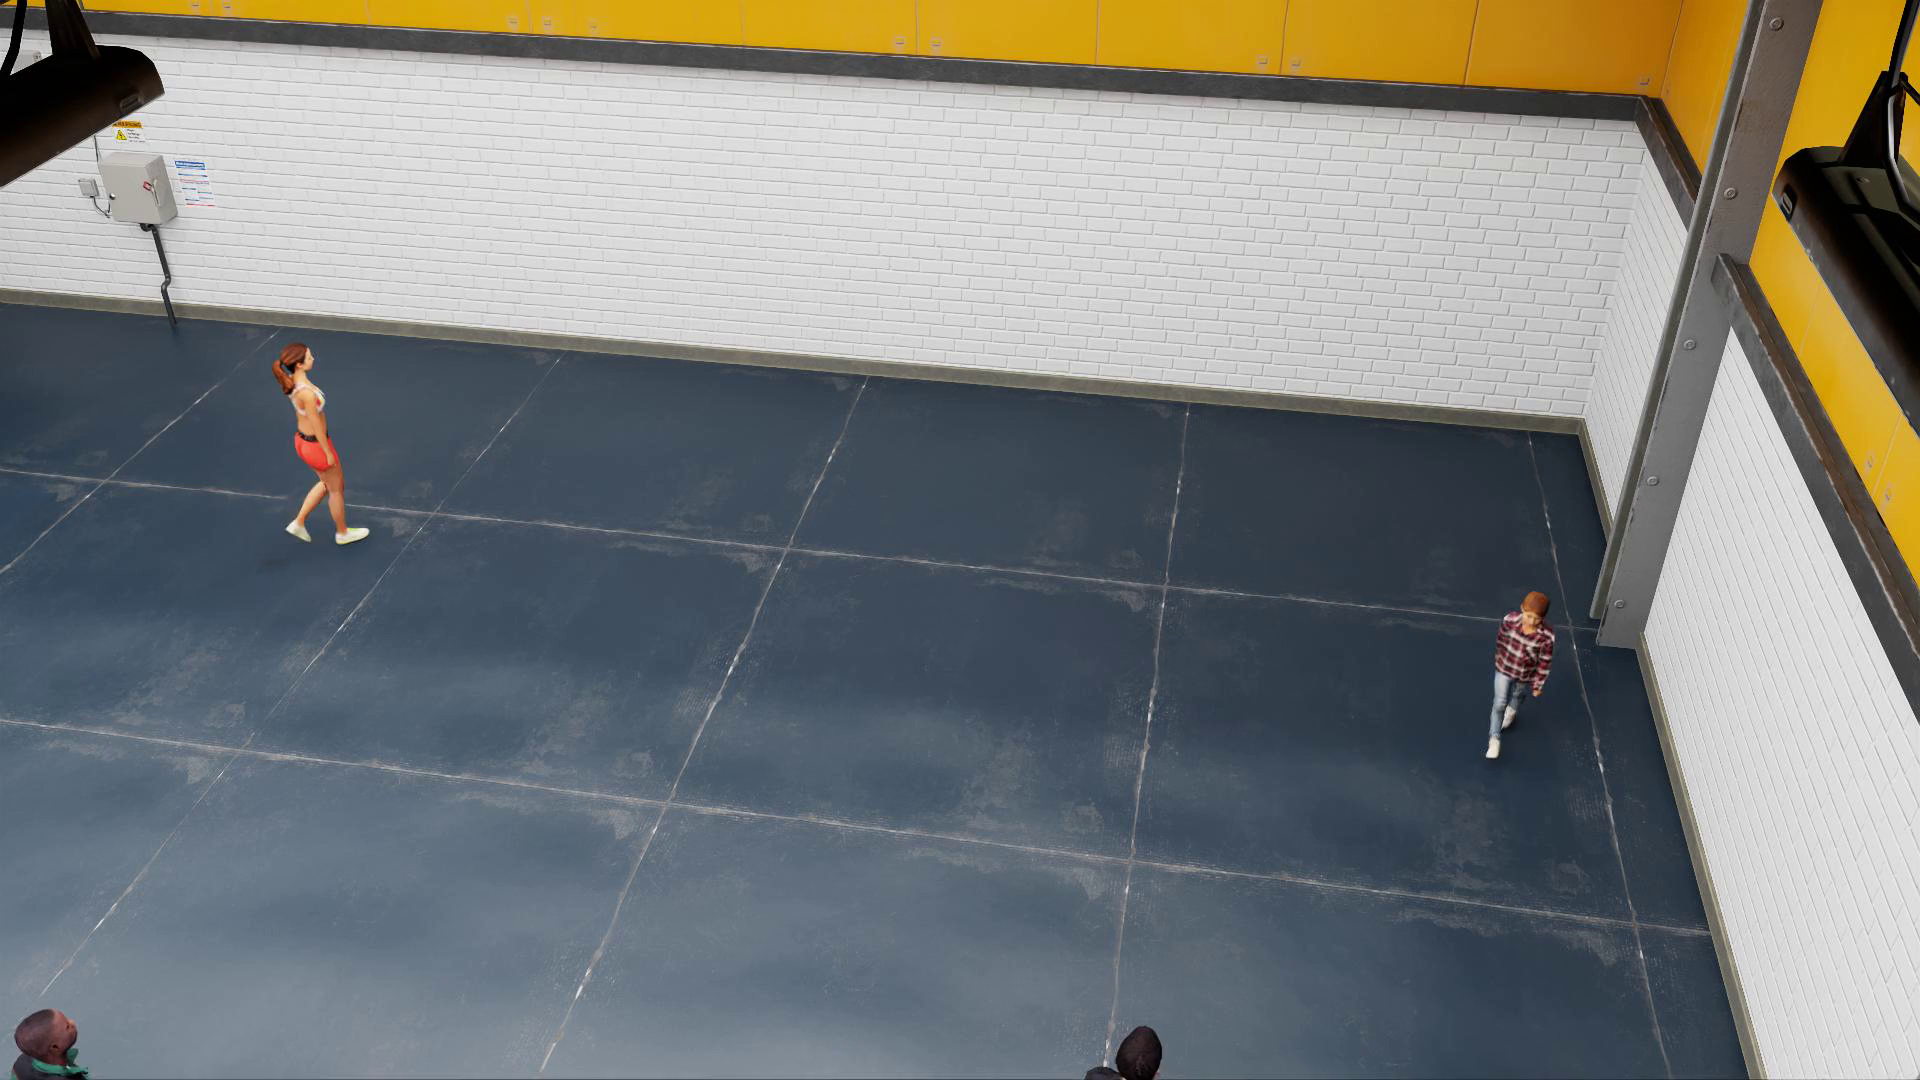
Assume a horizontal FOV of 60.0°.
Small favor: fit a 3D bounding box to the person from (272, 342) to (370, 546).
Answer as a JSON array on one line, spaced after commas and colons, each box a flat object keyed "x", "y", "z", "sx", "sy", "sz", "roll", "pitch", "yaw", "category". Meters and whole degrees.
[{"x": -5.006, "y": -0.678, "z": 12.735, "sx": 0.947, "sy": 1.776, "sz": 0.867, "roll": -24, "pitch": 41, "yaw": -32, "category": "person"}]

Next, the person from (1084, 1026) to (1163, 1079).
[{"x": 0.688, "y": 2.895, "z": 7.272, "sx": 0.987, "sy": 1.873, "sz": 1.185, "roll": 21, "pitch": 39, "yaw": 28, "category": "person"}]

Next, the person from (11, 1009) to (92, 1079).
[{"x": -3.947, "y": 2.860, "z": 7.394, "sx": 1.307, "sy": 1.797, "sz": 1.161, "roll": -26, "pitch": 41, "yaw": -33, "category": "person"}]

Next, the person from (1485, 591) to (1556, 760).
[{"x": 3.691, "y": 0.800, "z": 10.979, "sx": 0.719, "sy": 1.258, "sz": 0.962, "roll": 20, "pitch": 39, "yaw": 28, "category": "person"}]
